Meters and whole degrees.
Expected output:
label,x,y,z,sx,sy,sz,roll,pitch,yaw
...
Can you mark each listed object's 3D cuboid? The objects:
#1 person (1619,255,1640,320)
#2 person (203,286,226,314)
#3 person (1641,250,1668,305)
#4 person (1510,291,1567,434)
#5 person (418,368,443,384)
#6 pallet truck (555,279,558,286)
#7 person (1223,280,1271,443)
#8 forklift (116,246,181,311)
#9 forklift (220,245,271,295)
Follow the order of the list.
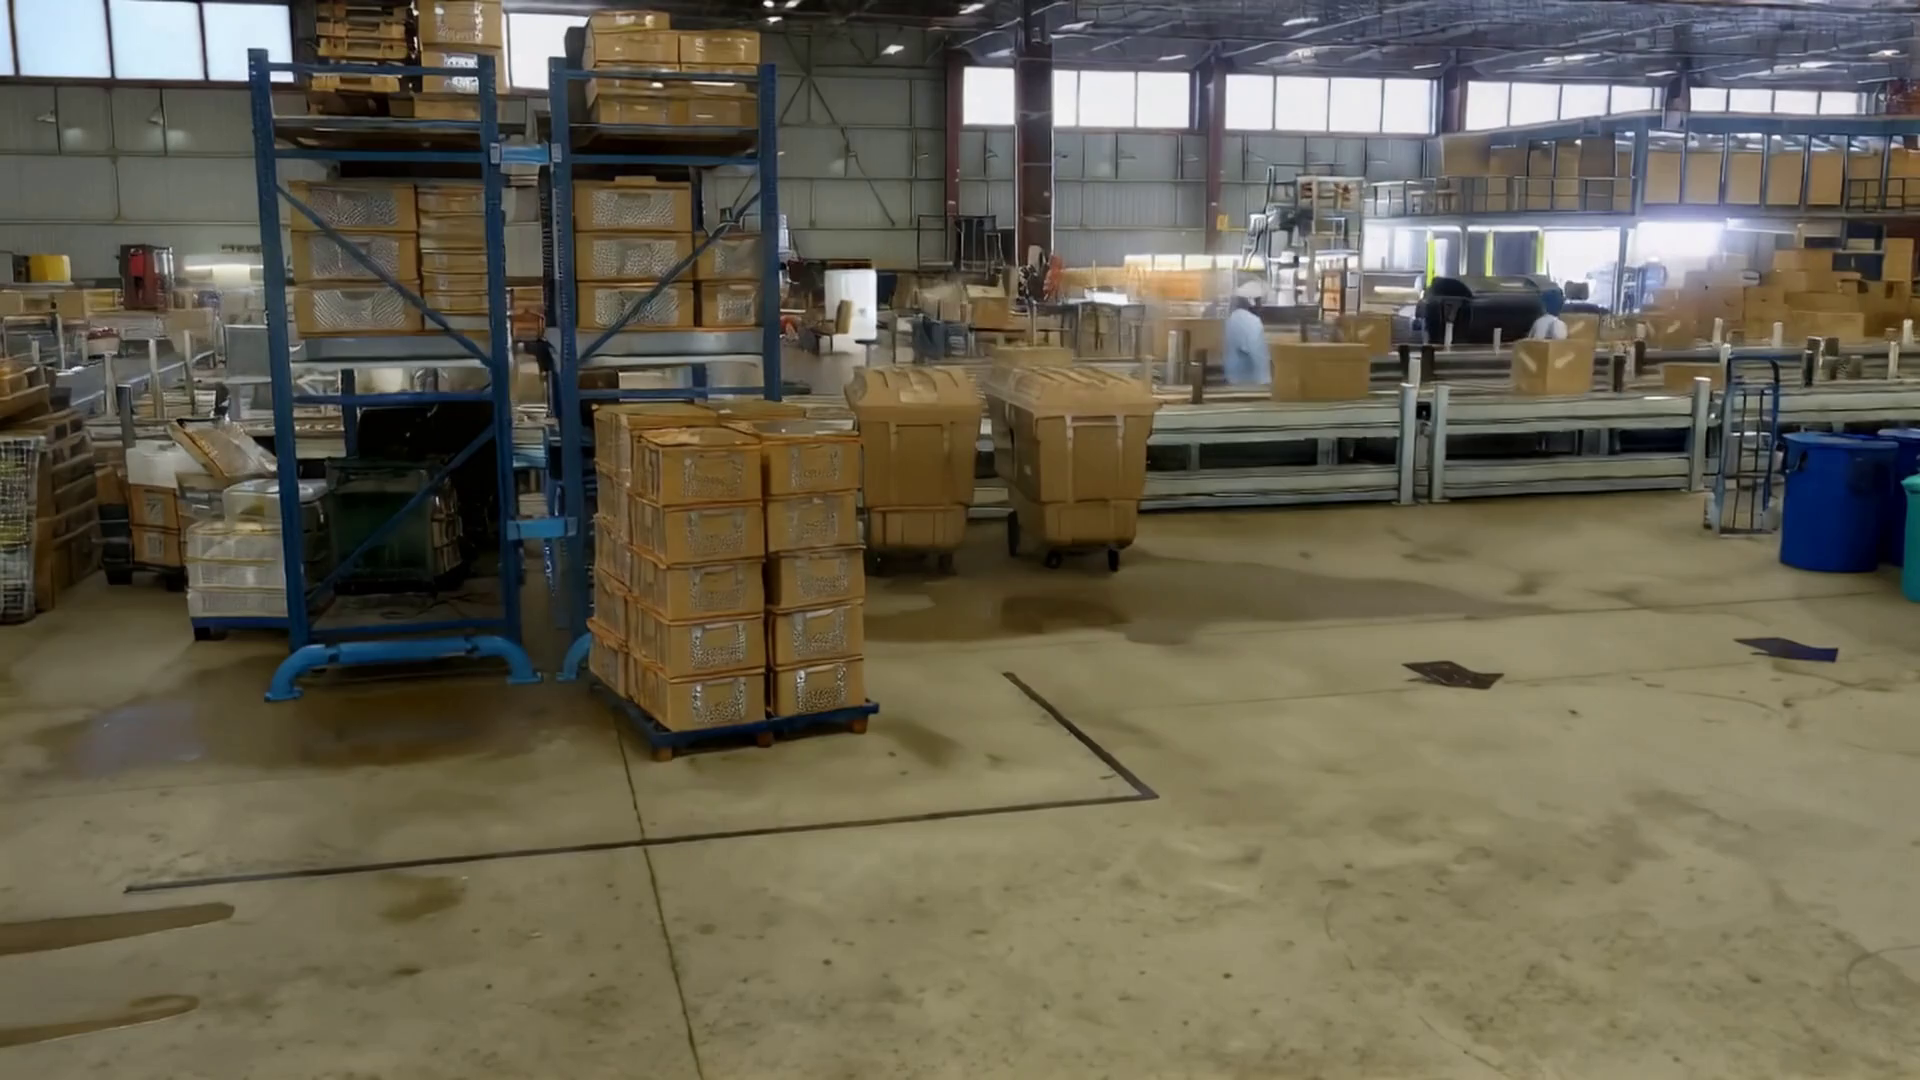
label,x,y,z,sx,sy,sz,roll,pitch,yaw
person,19.438,-7.333,48.299,0.576,1.885,0.355,0,10,-1
person,-16.610,-5.343,37.182,0.603,1.828,0.404,4,11,21
person,17.300,-6.201,41.462,0.605,2.034,0.397,4,11,23
person,6.148,-1.794,17.555,0.850,1.663,0.525,-2,10,-11
person,-8.121,-3.210,25.368,0.804,1.736,0.531,8,13,39
pallet truck,-10.604,-6.375,44.520,0.653,1.274,1.630,-3,10,-15
person,2.850,-1.572,15.911,0.839,1.796,0.617,-2,10,-14
forklift,-19.966,-6.232,40.894,1.157,1.987,2.680,-3,10,-15
forklift,-17.749,-6.334,41.440,1.157,1.987,2.680,-3,10,-17
